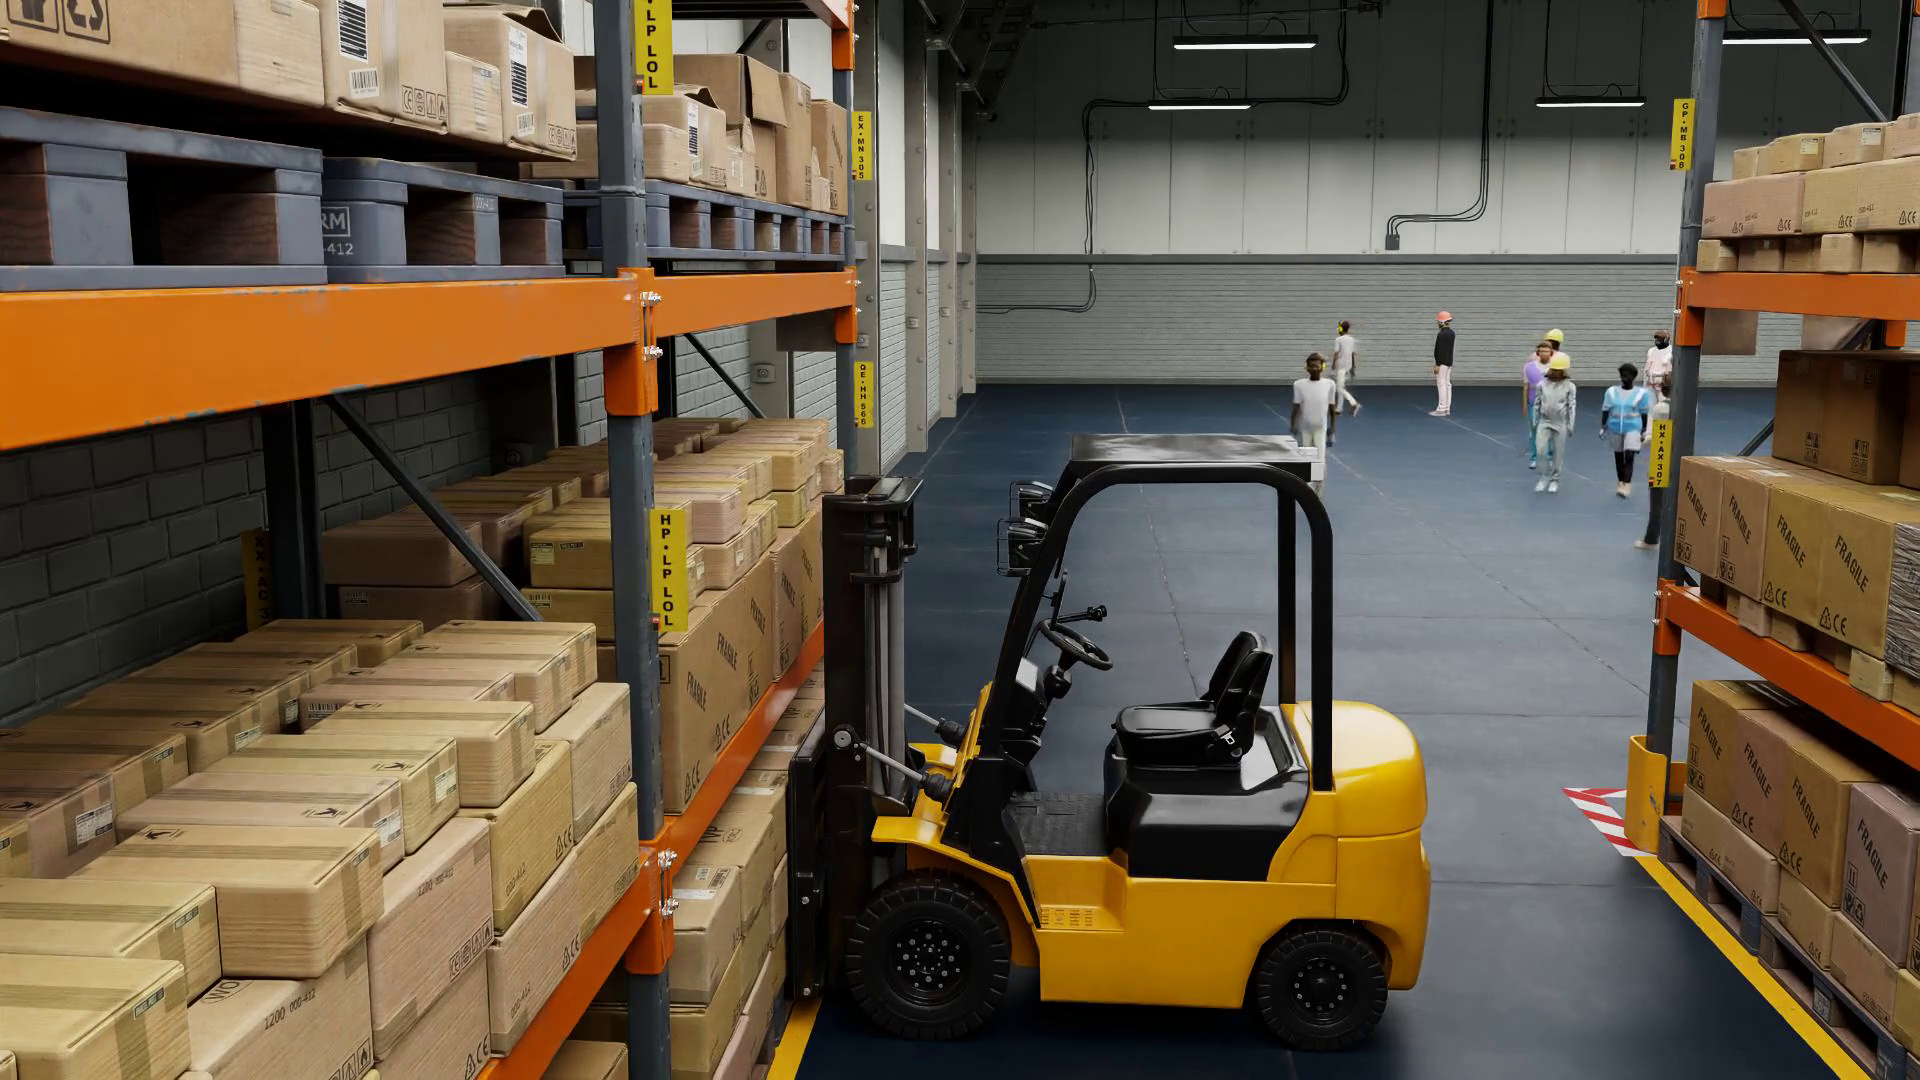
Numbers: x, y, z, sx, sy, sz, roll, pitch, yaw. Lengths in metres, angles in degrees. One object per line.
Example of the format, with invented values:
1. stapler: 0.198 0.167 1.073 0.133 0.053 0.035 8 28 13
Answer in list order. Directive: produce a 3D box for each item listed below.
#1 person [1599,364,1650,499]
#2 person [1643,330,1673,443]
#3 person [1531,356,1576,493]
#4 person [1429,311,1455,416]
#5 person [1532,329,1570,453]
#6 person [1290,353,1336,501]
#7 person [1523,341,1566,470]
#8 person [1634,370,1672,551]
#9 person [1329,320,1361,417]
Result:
1. person: 8.150 -1.332 20.475 0.542 1.657 0.861 7 12 37
2. person: 11.188 -2.435 26.599 0.428 1.842 0.631 -5 11 -27
3. person: 7.458 -1.449 20.929 0.528 1.720 0.640 5 11 29
4. person: 9.232 -3.370 31.797 0.382 1.993 0.622 7 12 36
5. person: 8.944 -2.241 25.215 0.605 1.908 0.425 9 13 42
6. person: 4.104 -1.256 19.418 0.532 1.848 0.579 2 10 15
7. person: 8.201 -1.884 23.367 0.574 1.820 0.475 4 10 25
8. person: 7.095 -0.790 16.662 0.511 1.845 0.370 -3 10 -17
9. person: 7.316 -3.242 31.496 0.518 1.845 0.750 -8 12 -40
